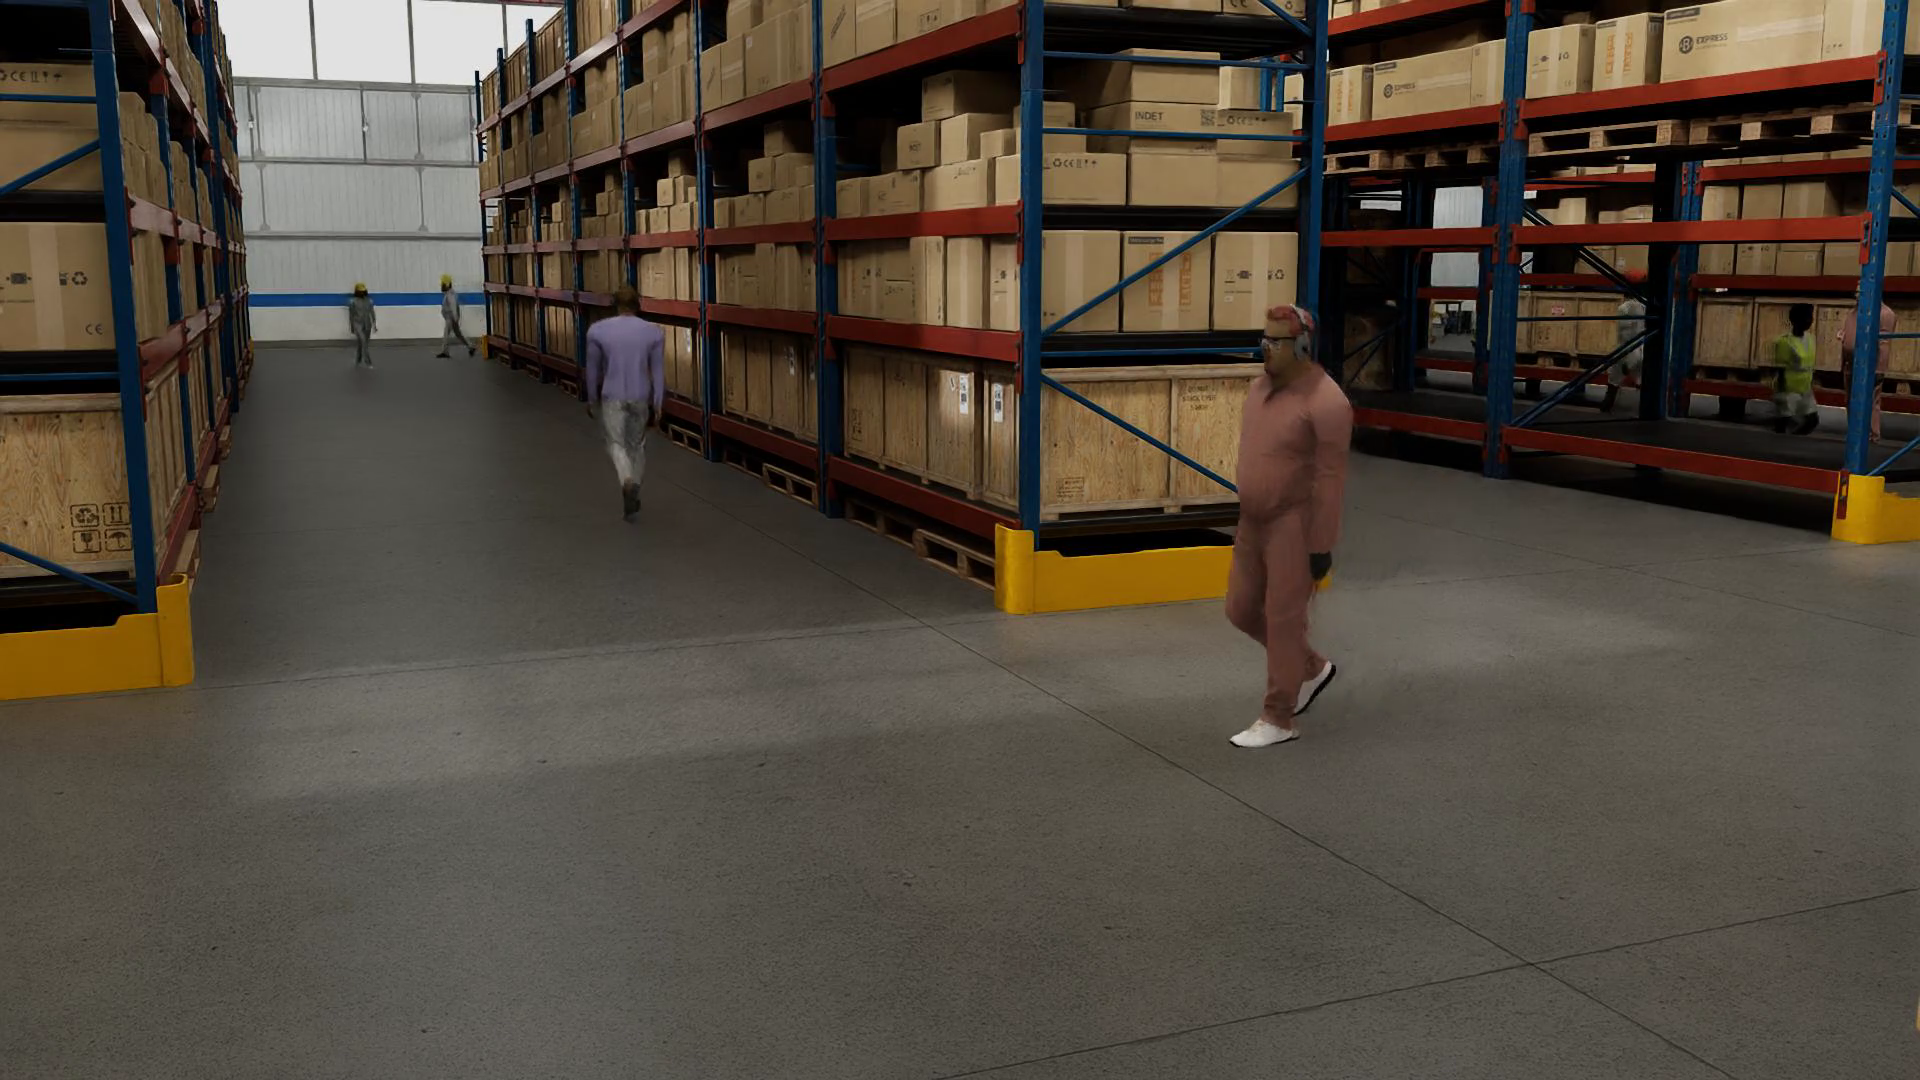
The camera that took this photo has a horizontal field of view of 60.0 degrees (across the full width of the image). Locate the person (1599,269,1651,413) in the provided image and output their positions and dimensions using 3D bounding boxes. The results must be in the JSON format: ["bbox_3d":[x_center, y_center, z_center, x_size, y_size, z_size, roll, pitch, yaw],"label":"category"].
[{"bbox_3d":[7.778,-2.149,19.393,0.616,1.983,1.055,-5,11,-26],"label":"person"}]

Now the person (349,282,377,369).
[{"bbox_3d":[-11.734,-4.200,32.598,0.852,1.711,0.500,9,13,43],"label":"person"}]

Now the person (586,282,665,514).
[{"bbox_3d":[-2.729,-1.151,13.654,0.638,1.915,0.776,-4,10,-23],"label":"person"}]

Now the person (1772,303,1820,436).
[{"bbox_3d":[8.131,-1.461,16.168,0.557,1.682,0.396,-5,11,-27],"label":"person"}]

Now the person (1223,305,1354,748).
[{"bbox_3d":[1.407,-0.057,7.142,0.515,1.895,0.663,-4,10,-23],"label":"person"}]

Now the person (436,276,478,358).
[{"bbox_3d":[-10.996,-4.859,36.235,0.838,1.799,0.611,-3,10,-19],"label":"person"}]

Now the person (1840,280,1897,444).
[{"bbox_3d":[9.727,-1.856,17.939,0.400,1.900,0.637,-2,10,-14],"label":"person"}]
